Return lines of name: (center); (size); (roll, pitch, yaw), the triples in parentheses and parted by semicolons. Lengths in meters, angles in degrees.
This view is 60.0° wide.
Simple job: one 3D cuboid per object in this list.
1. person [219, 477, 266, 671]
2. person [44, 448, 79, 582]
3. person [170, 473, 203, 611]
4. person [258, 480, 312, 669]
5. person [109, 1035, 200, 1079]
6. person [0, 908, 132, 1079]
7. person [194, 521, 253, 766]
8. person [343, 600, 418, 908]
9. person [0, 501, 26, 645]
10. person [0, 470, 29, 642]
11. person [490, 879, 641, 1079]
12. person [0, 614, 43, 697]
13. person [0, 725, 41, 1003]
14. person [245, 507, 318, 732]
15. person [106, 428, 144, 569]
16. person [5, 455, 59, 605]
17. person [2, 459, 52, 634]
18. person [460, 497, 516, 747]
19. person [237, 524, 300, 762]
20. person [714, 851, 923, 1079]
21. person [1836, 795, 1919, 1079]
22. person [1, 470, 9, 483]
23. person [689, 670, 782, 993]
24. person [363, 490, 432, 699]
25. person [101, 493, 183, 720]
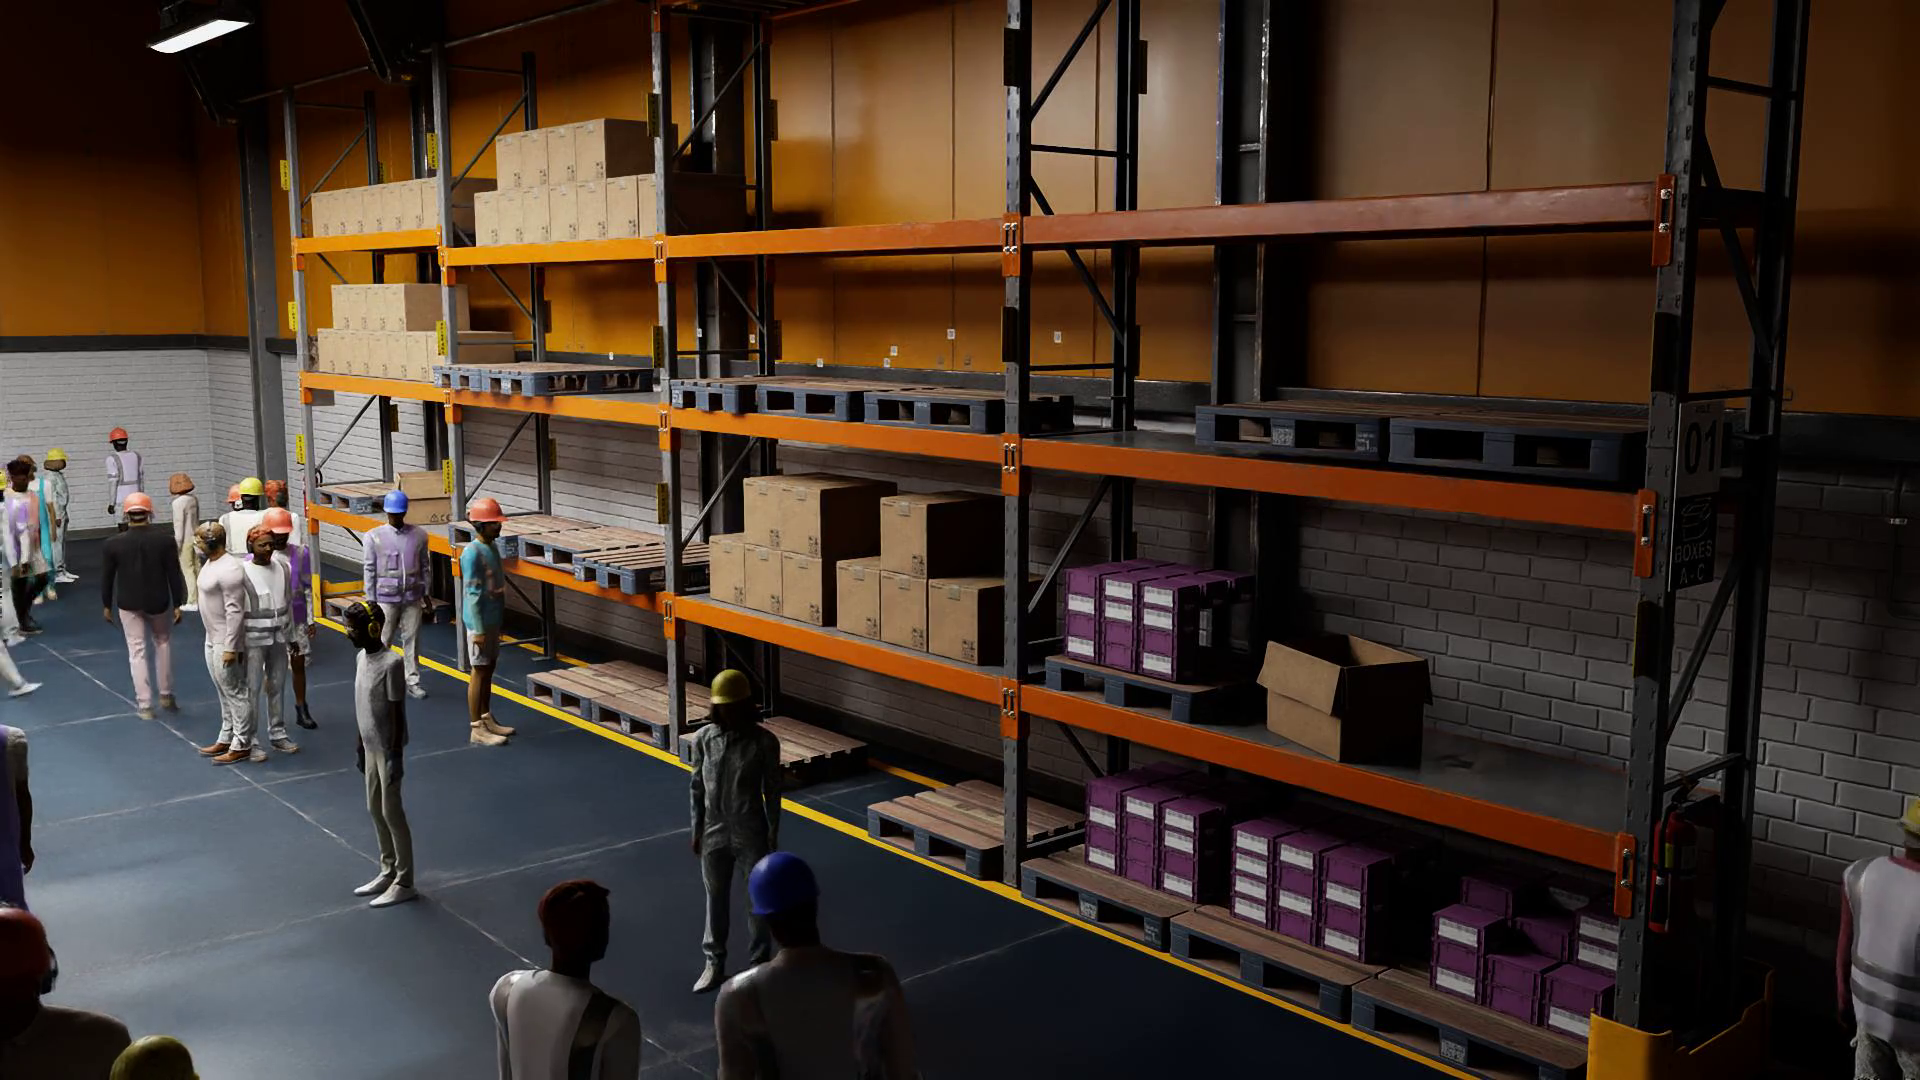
person: (-6.967, 0.344, 16.393); (0.587, 1.922, 0.390); (-1, 8, -6)
person: (-11.702, -0.324, 21.622); (0.289, 1.746, 0.487); (-3, 9, -18)
person: (-9.107, 0.024, 19.589); (0.268, 1.630, 0.507); (0, 8, 2)
person: (-6.757, 0.344, 16.494); (0.577, 1.882, 0.349); (1, 8, 10)
person: (-2.100, 2.158, 4.414); (0.486, 1.737, 0.323); (2, 9, 17)
person: (-2.646, 1.991, 4.717); (0.617, 1.984, 0.410); (-3, 9, -21)
person: (-5.822, 0.803, 13.135); (0.370, 1.934, 0.627); (-6, 10, -37)
person: (-3.526, 1.281, 10.100); (0.530, 1.856, 0.336); (8, 11, 44)
person: (-10.201, 0.223, 17.367); (0.681, 1.882, 0.756); (-1, 8, -7)
person: (-10.164, 0.196, 17.567); (0.636, 1.869, 0.916); (-6, 10, -37)
person: (-1.208, 1.979, 5.186); (0.571, 1.877, 0.353); (4, 9, 28)
person: (-8.865, 0.674, 15.168); (0.810, 1.594, 0.525); (-5, 9, -30)
person: (-4.835, 1.554, 8.227); (0.326, 1.842, 0.517); (4, 9, 26)
person: (-5.724, 0.676, 14.064); (0.548, 1.925, 0.392); (-7, 11, -42)
person: (-11.375, -0.560, 22.636); (0.383, 1.923, 0.551); (4, 9, 23)
person: (-11.101, -0.113, 19.908); (0.515, 1.820, 0.451); (-4, 9, -28)
person: (-10.247, 0.075, 18.190); (0.420, 1.937, 0.605); (3, 9, 18)
person: (-3.887, 0.665, 13.713); (0.389, 2.045, 0.606); (0, 8, 1)
person: (-5.553, 0.806, 13.283); (0.337, 1.882, 0.583); (5, 10, 31)
person: (-0.417, 1.956, 5.227); (0.684, 1.901, 0.717); (-1, 8, -9)
person: (3.623, 1.831, 6.363); (0.403, 1.827, 0.652); (-3, 9, -21)
person: (-11.764, -0.218, 20.025); (0.657, 1.995, 0.855); (-3, 9, -18)
person: (-1.187, 1.531, 8.734); (0.492, 1.742, 0.318); (1, 8, 9)
person: (-5.107, 0.508, 15.149); (0.605, 1.944, 0.402); (-6, 10, -36)
person: (-7.239, 0.560, 14.728); (0.642, 1.949, 0.889); (-4, 9, -26)
